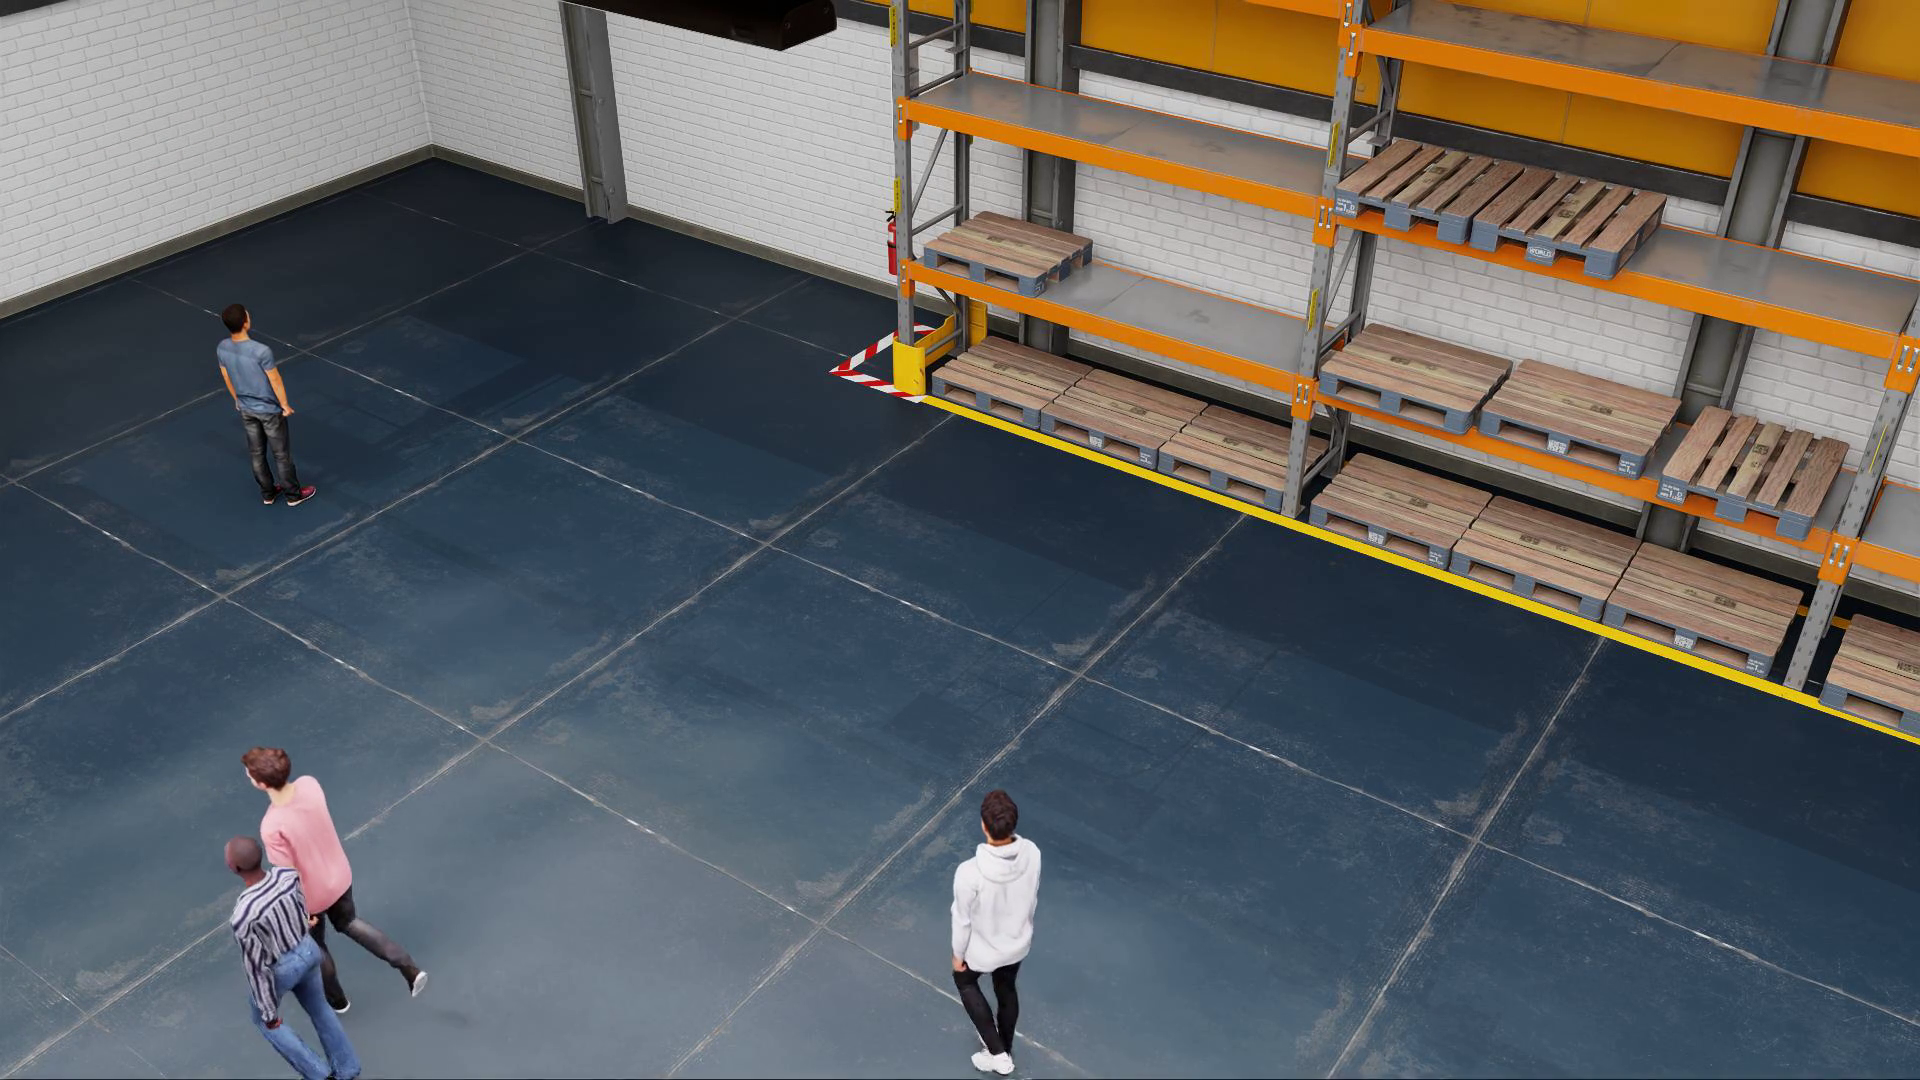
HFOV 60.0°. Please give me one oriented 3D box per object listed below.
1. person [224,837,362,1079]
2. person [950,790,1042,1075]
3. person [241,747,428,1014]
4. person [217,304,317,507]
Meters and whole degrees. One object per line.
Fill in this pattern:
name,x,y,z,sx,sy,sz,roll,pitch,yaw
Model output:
person,-3.408,2.270,8.634,0.784,1.772,0.788,11,35,16
person,0.230,2.146,8.692,0.830,1.915,0.857,-17,37,-24
person,-3.404,1.897,9.046,1.104,1.937,0.834,9,35,14
person,-5.759,-1.104,13.676,0.628,1.810,0.781,6,34,10
